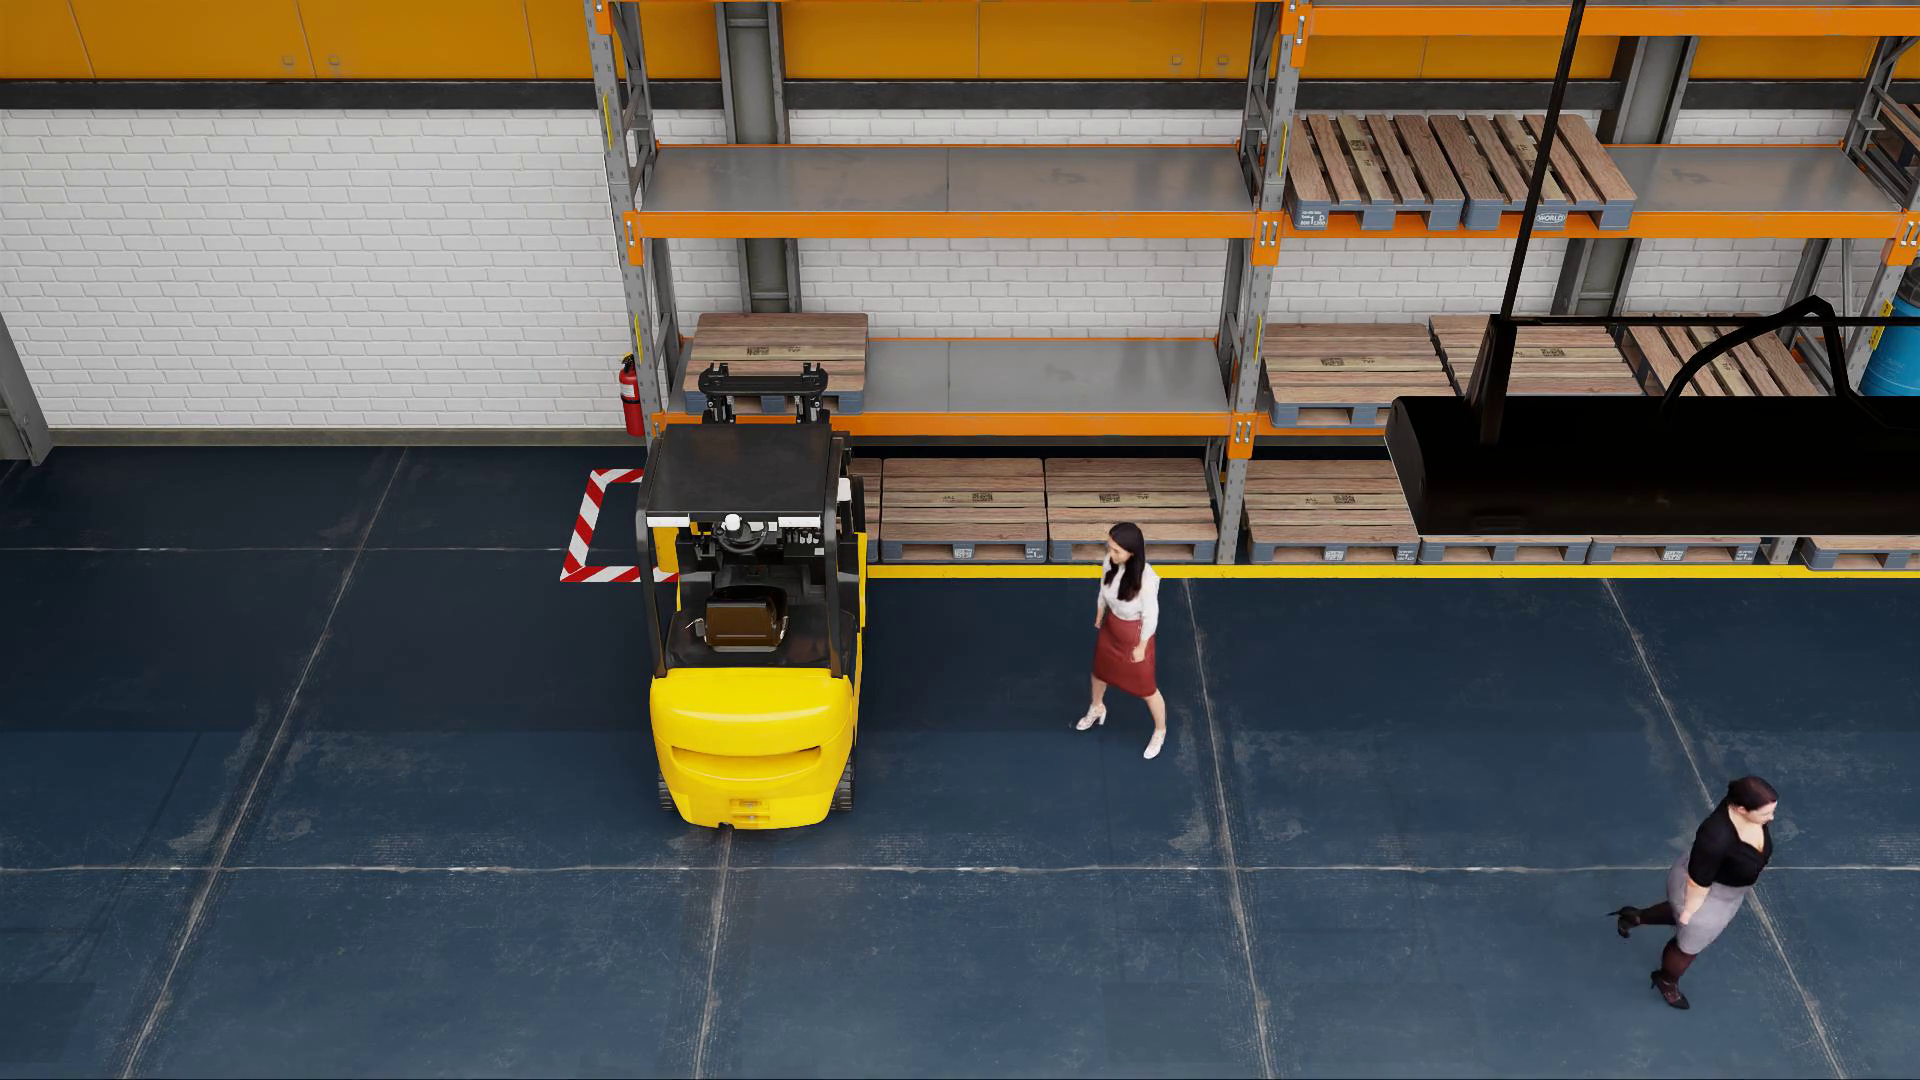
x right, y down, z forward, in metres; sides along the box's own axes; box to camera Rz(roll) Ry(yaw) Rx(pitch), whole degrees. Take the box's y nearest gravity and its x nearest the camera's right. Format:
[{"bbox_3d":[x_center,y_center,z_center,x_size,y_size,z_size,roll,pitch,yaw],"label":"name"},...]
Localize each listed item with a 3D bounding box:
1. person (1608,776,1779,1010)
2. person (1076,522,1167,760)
[{"bbox_3d":[3.779,1.769,8.629,1.008,1.738,0.943,29,47,32],"label":"person"},{"bbox_3d":[0.981,0.588,10.110,0.821,1.736,0.784,-27,46,-30],"label":"person"}]
